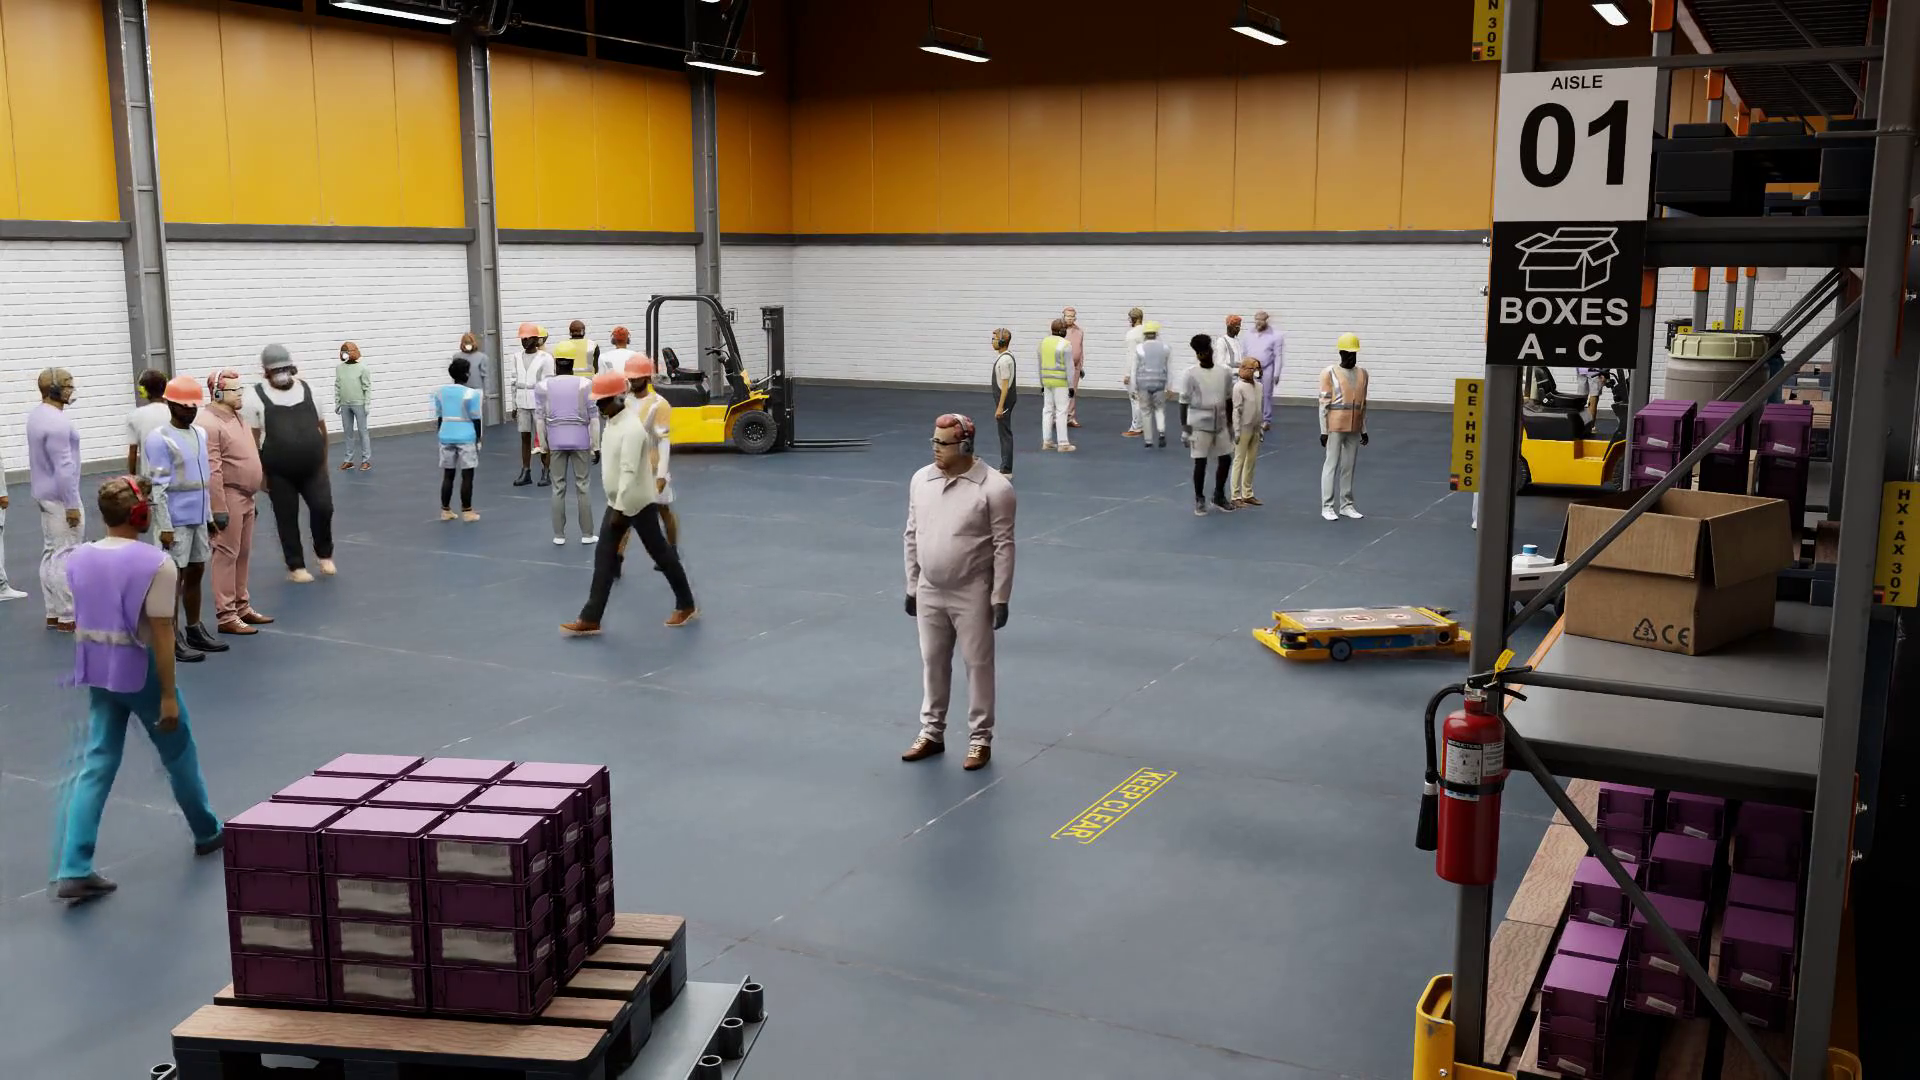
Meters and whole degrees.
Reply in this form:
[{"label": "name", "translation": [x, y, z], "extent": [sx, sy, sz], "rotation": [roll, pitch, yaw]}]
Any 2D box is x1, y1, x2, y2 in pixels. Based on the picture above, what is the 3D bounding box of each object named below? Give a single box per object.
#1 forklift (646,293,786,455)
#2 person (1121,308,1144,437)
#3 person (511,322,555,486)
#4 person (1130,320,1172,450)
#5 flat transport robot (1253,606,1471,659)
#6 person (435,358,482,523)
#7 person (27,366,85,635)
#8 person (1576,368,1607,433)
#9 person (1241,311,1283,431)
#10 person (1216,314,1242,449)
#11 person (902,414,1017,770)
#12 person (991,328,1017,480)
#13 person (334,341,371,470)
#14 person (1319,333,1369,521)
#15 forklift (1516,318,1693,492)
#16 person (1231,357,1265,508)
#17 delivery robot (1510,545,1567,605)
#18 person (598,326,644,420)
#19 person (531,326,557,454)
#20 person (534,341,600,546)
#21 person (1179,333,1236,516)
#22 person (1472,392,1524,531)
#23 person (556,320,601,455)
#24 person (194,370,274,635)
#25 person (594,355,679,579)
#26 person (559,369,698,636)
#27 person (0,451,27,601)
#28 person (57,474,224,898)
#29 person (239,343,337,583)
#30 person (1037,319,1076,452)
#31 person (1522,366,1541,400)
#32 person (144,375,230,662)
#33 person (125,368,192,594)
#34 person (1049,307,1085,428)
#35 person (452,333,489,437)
[{"label": "forklift", "translation": [-3.588, -2.317, 23.042], "extent": [2.313, 2.155, 1.214], "rotation": [-1, 10, -5]}, {"label": "person", "translation": [2.641, -2.495, 24.831], "extent": [0.373, 1.935, 0.628], "rotation": [6, 12, 33]}, {"label": "person", "translation": [-5.043, -1.594, 19.597], "extent": [0.543, 1.939, 0.360], "rotation": [2, 10, 12]}, {"label": "person", "translation": [2.654, -2.149, 23.162], "extent": [0.597, 1.813, 0.463], "rotation": [-2, 10, -9]}, {"label": "flat transport robot", "translation": [2.824, 0.632, 11.535], "extent": [1.431, 0.197, 0.652], "rotation": [-2, 10, -10]}, {"label": "person", "translation": [-5.102, -1.009, 16.969], "extent": [0.536, 1.678, 0.346], "rotation": [3, 10, 15]}, {"label": "person", "translation": [-6.502, -0.285, 12.022], "extent": [0.353, 1.937, 0.635], "rotation": [-9, 13, -41]}, {"label": "person", "translation": [9.258, -2.462, 24.329], "extent": [0.371, 2.038, 0.614], "rotation": [-4, 10, -20]}, {"label": "person", "translation": [4.572, -2.560, 25.409], "extent": [0.672, 1.854, 1.005], "rotation": [5, 11, 27]}, {"label": "person", "translation": [3.790, -2.222, 23.387], "extent": [0.356, 1.887, 0.572], "rotation": [6, 11, 30]}, {"label": "person", "translation": [-0.029, 0.275, 8.888], "extent": [0.641, 1.904, 0.401], "rotation": [6, 11, 29]}, {"label": "person", "translation": [0.513, -1.642, 20.147], "extent": [0.346, 1.846, 0.505], "rotation": [1, 10, 5]}, {"label": "person", "translation": [-7.694, -1.697, 21.074], "extent": [0.498, 1.634, 0.279], "rotation": [2, 10, 14]}, {"label": "person", "translation": [3.967, -1.166, 17.153], "extent": [0.593, 1.926, 0.366], "rotation": [-5, 11, -25]}, {"label": "forklift", "translation": [7.066, -1.601, 18.899], "extent": [2.313, 2.155, 1.214], "rotation": [5, 11, 27]}, {"label": "person", "translation": [3.121, -1.166, 18.000], "extent": [0.507, 1.632, 0.274], "rotation": [-10, 14, -44]}, {"label": "delivery robot", "translation": [4.266, 0.280, 12.479], "extent": [0.707, 0.478, 0.477], "rotation": [-3, 10, -19]}, {"label": "person", "translation": [-4.047, -1.625, 19.975], "extent": [0.573, 1.876, 0.355], "rotation": [-3, 10, -18]}, {"label": "person", "translation": [-5.685, -2.027, 22.608], "extent": [0.533, 1.767, 0.326], "rotation": [4, 10, 21]}, {"label": "person", "translation": [-3.675, -0.902, 15.627], "extent": [0.587, 1.928, 0.363], "rotation": [-1, 10, -6]}, {"label": "person", "translation": [2.571, -1.197, 17.350], "extent": [0.662, 1.924, 0.421], "rotation": [-3, 10, -19]}, {"label": "person", "translation": [5.287, -0.960, 16.436], "extent": [0.533, 1.765, 0.326], "rotation": [5, 11, 25]}, {"label": "person", "translation": [-5.172, -2.068, 22.643], "extent": [0.621, 1.838, 0.429], "rotation": [-1, 10, -6]}, {"label": "person", "translation": [-5.268, -0.278, 12.073], "extent": [0.409, 1.909, 0.643], "rotation": [-1, 10, -4]}, {"label": "person", "translation": [-2.698, -0.616, 14.074], "extent": [0.561, 1.882, 1.025], "rotation": [5, 11, 26]}, {"label": "person", "translation": [-2.369, -0.271, 12.016], "extent": [1.067, 1.933, 0.623], "rotation": [-7, 12, -36]}, {"label": "person", "translation": [-7.728, -0.385, 13.163], "extent": [0.484, 1.744, 0.294], "rotation": [3, 10, 19]}, {"label": "person", "translation": [-3.609, 0.613, 7.242], "extent": [0.579, 1.802, 0.991], "rotation": [3, 10, 16]}, {"label": "person", "translation": [-5.549, -0.639, 13.775], "extent": [0.707, 2.000, 0.544], "rotation": [-8, 12, -37]}, {"label": "person", "translation": [1.364, -2.150, 23.103], "extent": [0.429, 1.839, 0.633], "rotation": [-9, 13, -41]}, {"label": "person", "translation": [7.264, -1.832, 21.323], "extent": [0.404, 1.824, 0.588], "rotation": [-1, 10, -7]}, {"label": "person", "translation": [-5.223, -0.150, 11.271], "extent": [0.385, 1.928, 0.547], "rotation": [2, 10, 11]}, {"label": "person", "translation": [-6.356, -0.454, 13.316], "extent": [0.543, 1.837, 0.716], "rotation": [-3, 10, -18]}, {"label": "person", "translation": [1.699, -2.700, 26.108], "extent": [0.643, 1.905, 0.400], "rotation": [-6, 11, -31]}, {"label": "person", "translation": [-6.932, -2.126, 23.592], "extent": [0.520, 1.615, 0.387], "rotation": [-1, 10, -4]}]
